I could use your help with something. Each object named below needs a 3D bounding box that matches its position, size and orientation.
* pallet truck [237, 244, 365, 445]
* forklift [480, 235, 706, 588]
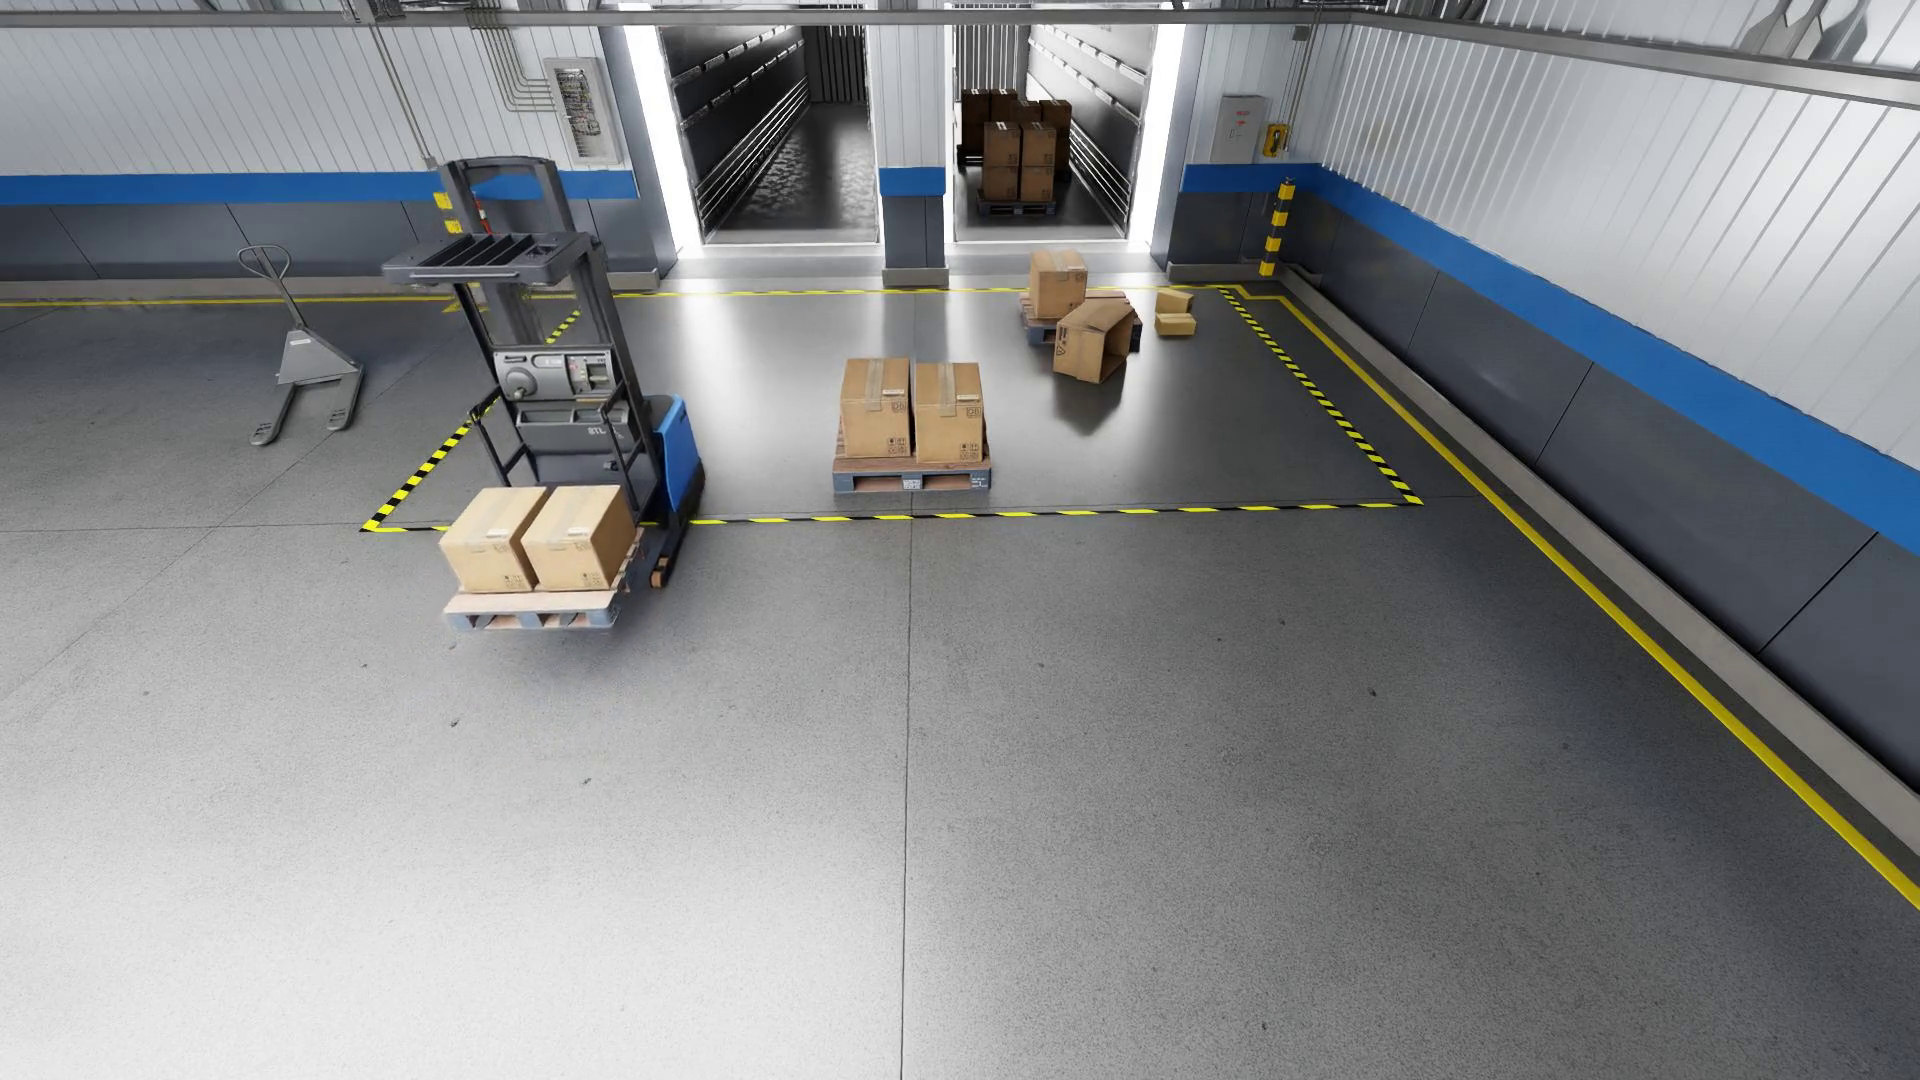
[{"bbox_3d":[-5.915,-1.733,6.366,0.680,1.201,1.601,-18,42,-21],"label":"pallet truck"},{"bbox_3d":[-2.321,-0.976,4.768,0.716,2.013,0.776,-1,38,-2],"label":"forklift"}]
